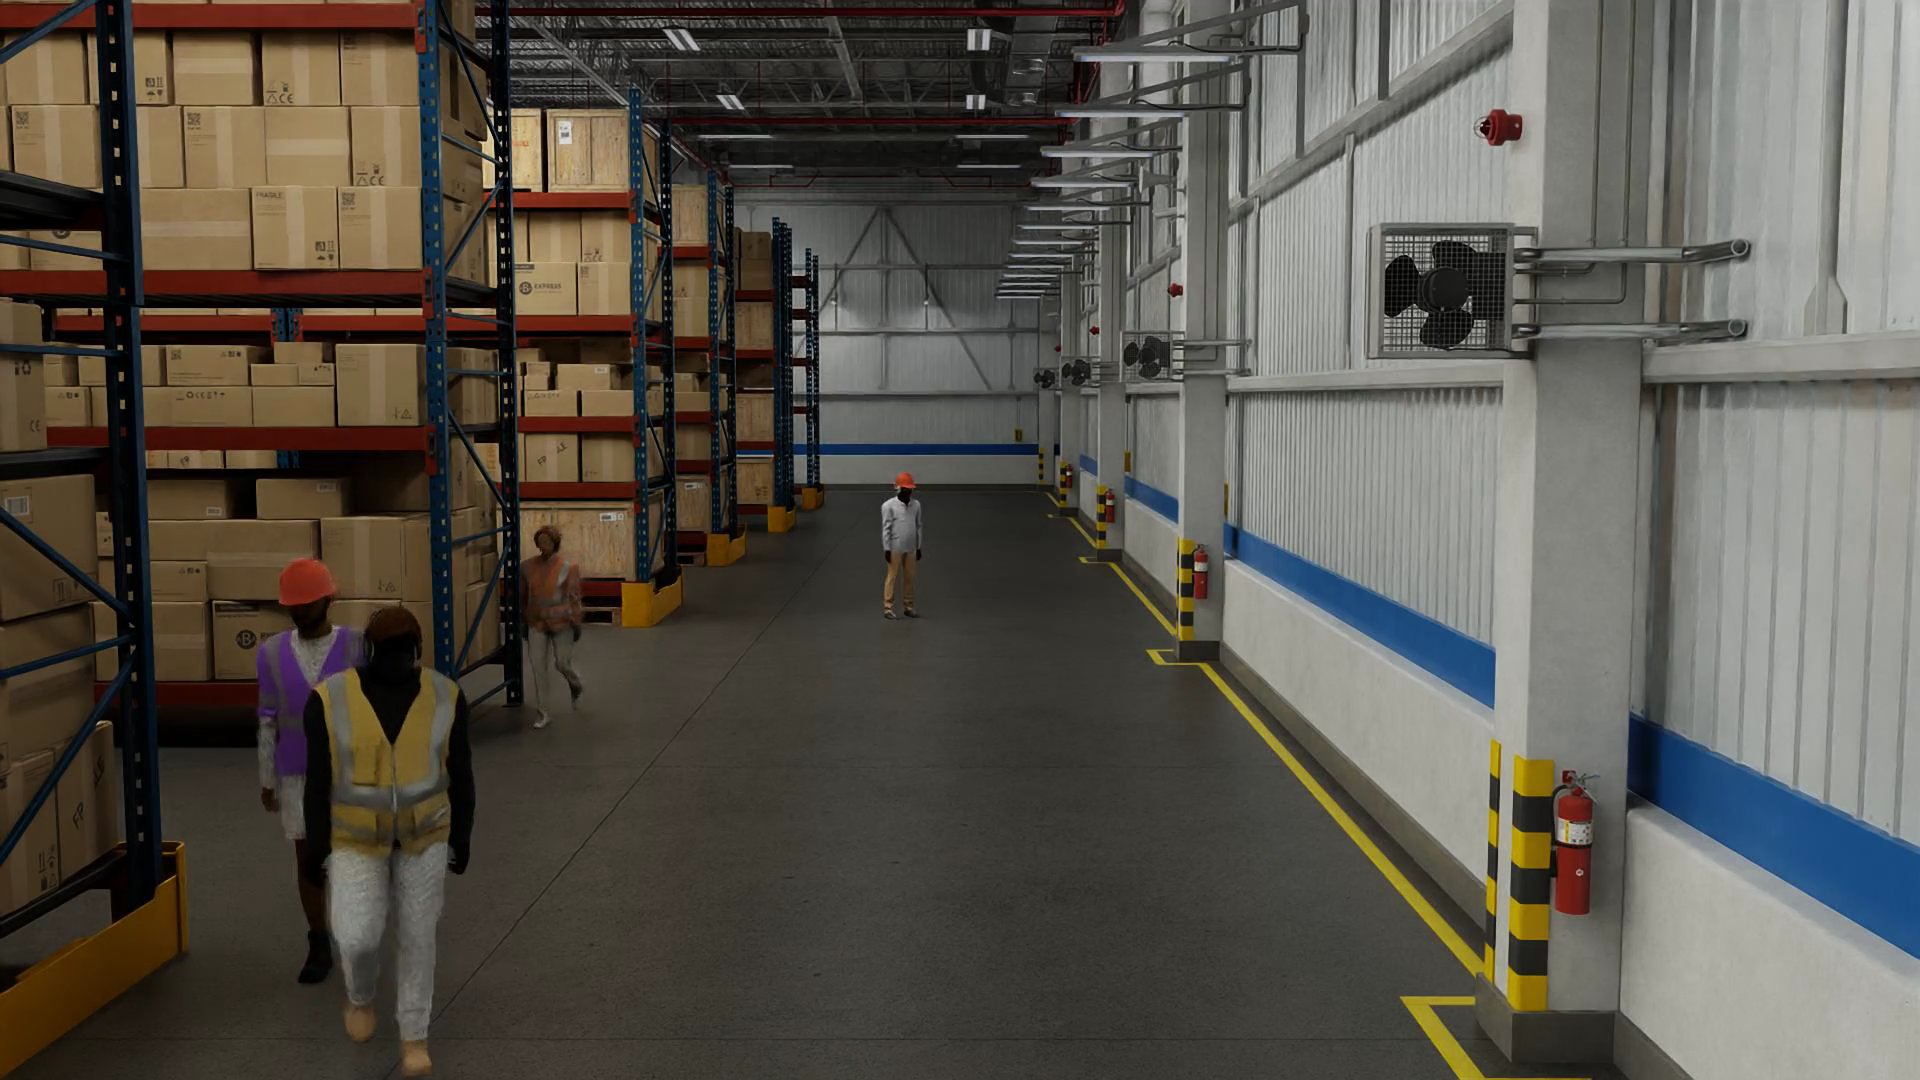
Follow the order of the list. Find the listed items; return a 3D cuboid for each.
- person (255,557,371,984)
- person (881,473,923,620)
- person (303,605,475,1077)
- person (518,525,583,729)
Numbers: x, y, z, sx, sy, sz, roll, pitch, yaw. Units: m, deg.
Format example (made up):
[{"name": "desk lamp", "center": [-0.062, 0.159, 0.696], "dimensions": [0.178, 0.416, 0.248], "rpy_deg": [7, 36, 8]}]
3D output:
[{"name": "person", "center": [-2.897, 1.020, 7.571], "dimensions": [0.566, 1.916, 0.515], "rpy_deg": [-1, 5, -6]}, {"name": "person", "center": [-0.663, 0.074, 19.613], "dimensions": [0.565, 1.742, 0.352], "rpy_deg": [-4, 6, -37]}, {"name": "person", "center": [-2.213, 1.156, 6.486], "dimensions": [0.641, 1.827, 0.478], "rpy_deg": [-2, 5, -25]}, {"name": "person", "center": [-3.263, 0.674, 13.366], "dimensions": [0.519, 1.619, 0.598], "rpy_deg": [0, 5, 5]}]
